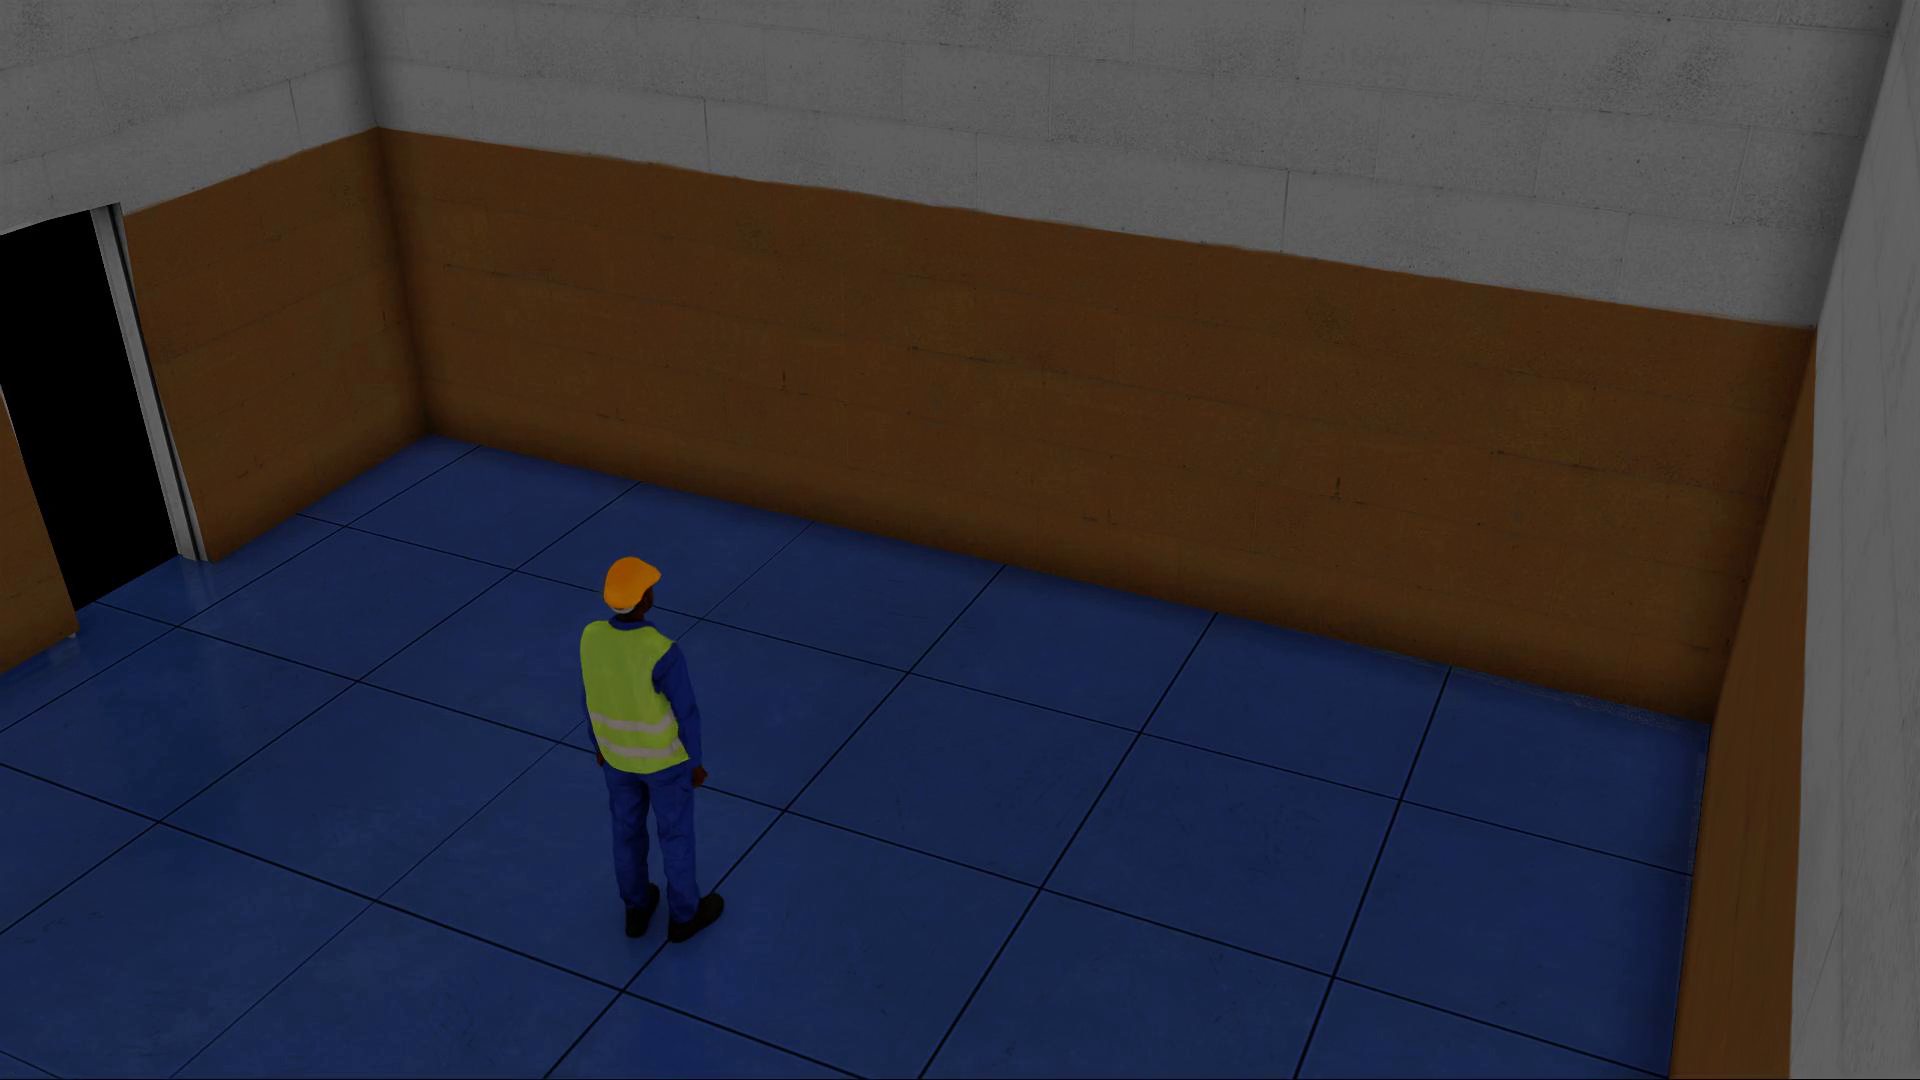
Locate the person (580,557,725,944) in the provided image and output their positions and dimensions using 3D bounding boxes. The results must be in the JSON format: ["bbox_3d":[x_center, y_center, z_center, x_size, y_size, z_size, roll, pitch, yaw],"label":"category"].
[{"bbox_3d":[-1.309,0.873,6.890,0.532,1.812,0.749,9,30,16],"label":"person"}]
